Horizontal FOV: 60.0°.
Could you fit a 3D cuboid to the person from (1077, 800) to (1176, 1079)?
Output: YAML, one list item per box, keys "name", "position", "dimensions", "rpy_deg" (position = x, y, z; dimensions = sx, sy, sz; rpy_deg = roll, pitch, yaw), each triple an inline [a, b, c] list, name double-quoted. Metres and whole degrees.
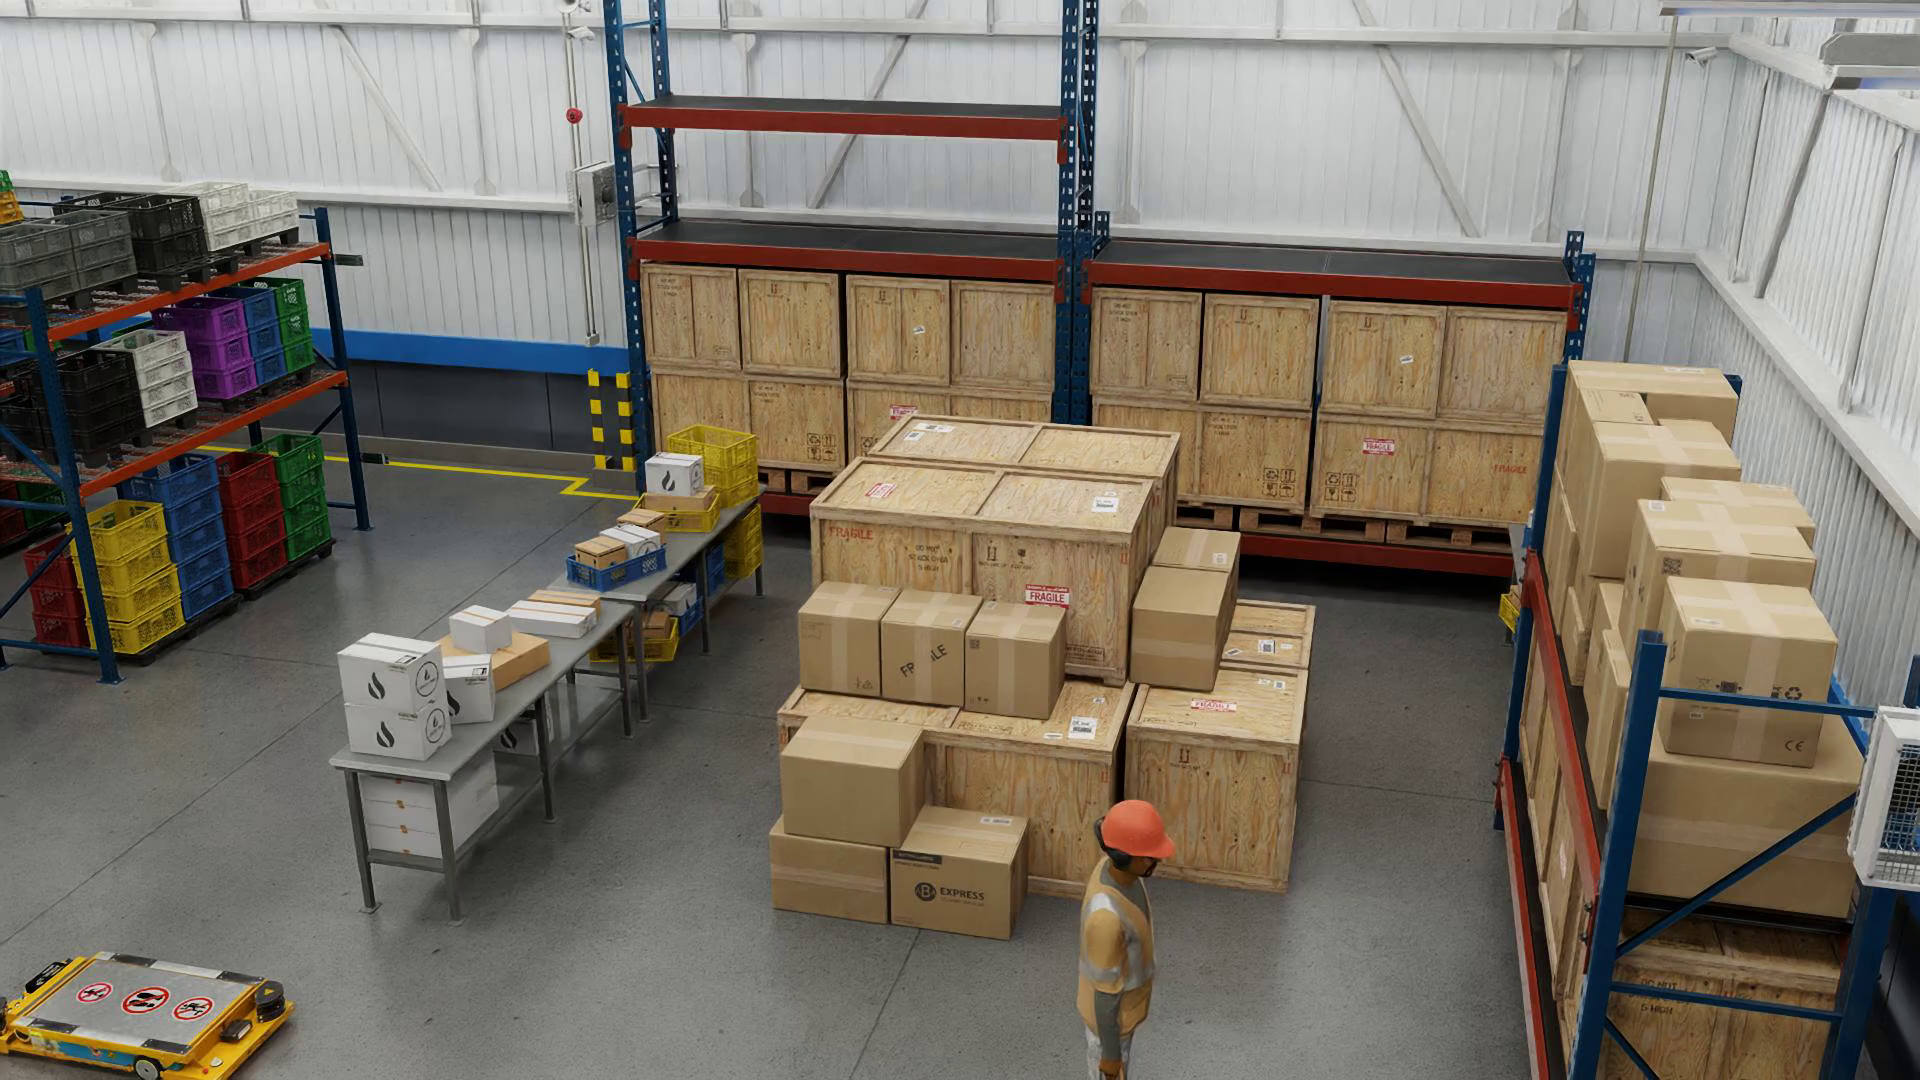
- name: "person"
  position: [0.709, 2.035, 7.243]
  dimensions: [0.389, 2.039, 0.613]
  rpy_deg: [4, 21, 10]

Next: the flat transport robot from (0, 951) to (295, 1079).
- name: "flat transport robot"
  position: [-4.270, 2.464, 8.601]
  dimensions: [1.431, 0.231, 0.659]
  rpy_deg: [5, 22, 13]
